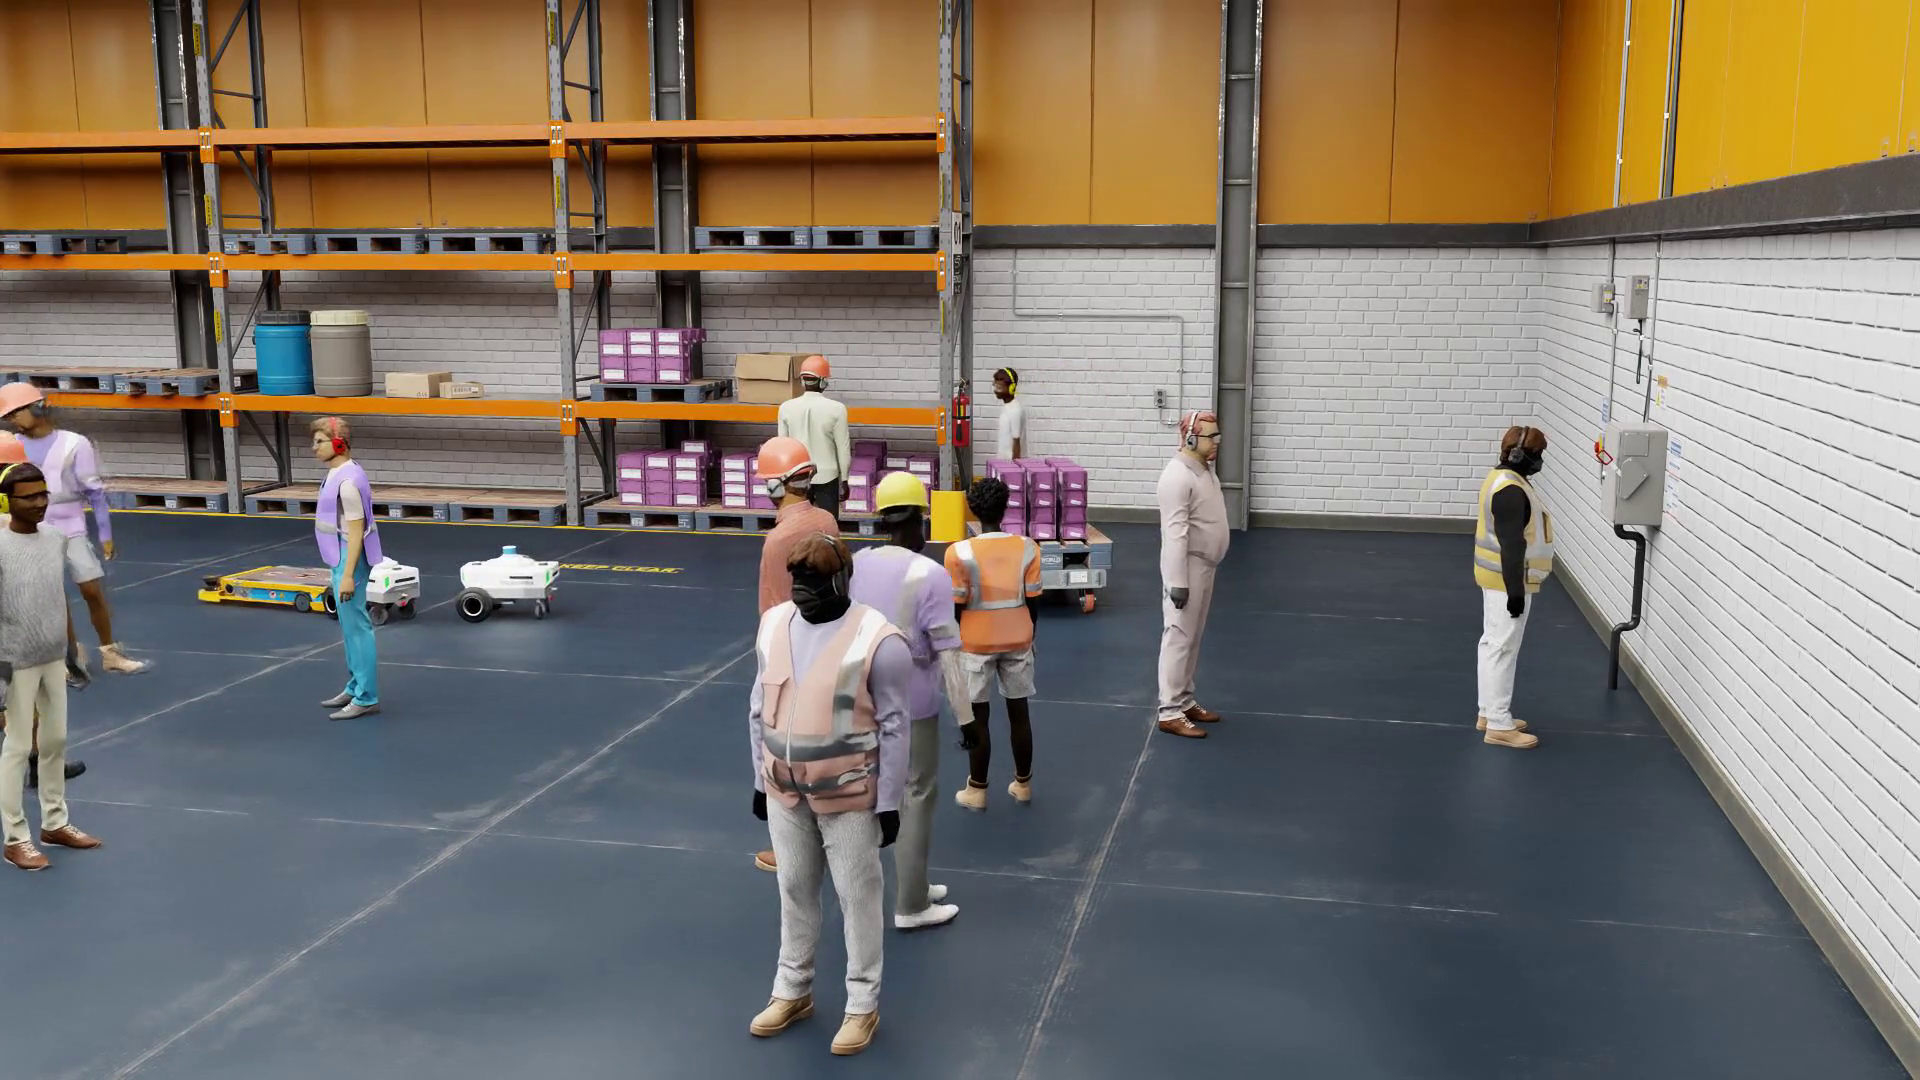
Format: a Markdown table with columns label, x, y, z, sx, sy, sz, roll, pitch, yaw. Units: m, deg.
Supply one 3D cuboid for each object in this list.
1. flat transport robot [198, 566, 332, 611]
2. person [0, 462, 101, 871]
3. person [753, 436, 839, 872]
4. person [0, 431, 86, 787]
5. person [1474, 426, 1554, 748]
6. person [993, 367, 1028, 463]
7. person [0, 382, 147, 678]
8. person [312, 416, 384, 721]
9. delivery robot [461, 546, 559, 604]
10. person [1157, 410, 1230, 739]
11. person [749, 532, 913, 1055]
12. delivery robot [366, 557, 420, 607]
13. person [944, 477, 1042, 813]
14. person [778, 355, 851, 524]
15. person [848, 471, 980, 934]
| label | x | y | z | sx | sy | sz | roll | pitch | yaw |
| --- | --- | --- | --- | --- | --- | --- | --- | --- | --- |
| flat transport robot | -5.371 | 0.380 | 13.484 | 1.431 | 0.197 | 0.652 | 3 | 10 | 20 |
| person | -4.263 | 0.566 | 7.667 | 0.310 | 1.868 | 0.533 | 3 | 10 | 18 |
| person | -0.751 | 0.519 | 7.587 | 0.392 | 1.988 | 0.609 | 3 | 10 | 17 |
| person | -4.933 | 0.404 | 8.490 | 0.545 | 1.913 | 0.836 | 6 | 11 | 30 |
| person | 3.184 | 0.258 | 9.590 | 0.429 | 1.837 | 0.620 | 2 | 10 | 11 |
| person | 0.490 | -0.630 | 14.826 | 0.527 | 1.839 | 0.577 | -1 | 10 | -4 |
| person | -5.861 | -0.044 | 10.928 | 0.827 | 1.989 | 0.390 | -2 | 10 | -14 |
| person | -3.717 | 0.164 | 10.117 | 0.390 | 1.844 | 0.563 | -5 | 11 | -26 |
| delivery robot | -3.484 | 0.290 | 12.906 | 0.707 | 0.478 | 0.477 | 0 | 10 | 0 |
| person | 1.382 | 0.189 | 9.782 | 0.401 | 1.907 | 0.646 | 4 | 10 | 22 |
| person | -0.479 | 0.883 | 5.865 | 0.624 | 1.845 | 0.430 | 5 | 11 | 28 |
| delivery robot | -4.508 | 0.299 | 12.847 | 0.707 | 0.478 | 0.477 | 7 | 12 | 34 |
| person | 0.164 | 0.527 | 8.389 | 0.536 | 1.699 | 0.322 | -4 | 10 | -21 |
| person | -1.192 | -0.520 | 13.720 | 0.616 | 1.993 | 0.395 | 2 | 10 | 13 |
| person | -0.214 | 0.663 | 6.989 | 0.643 | 1.894 | 0.439 | 9 | 13 | 44 |
